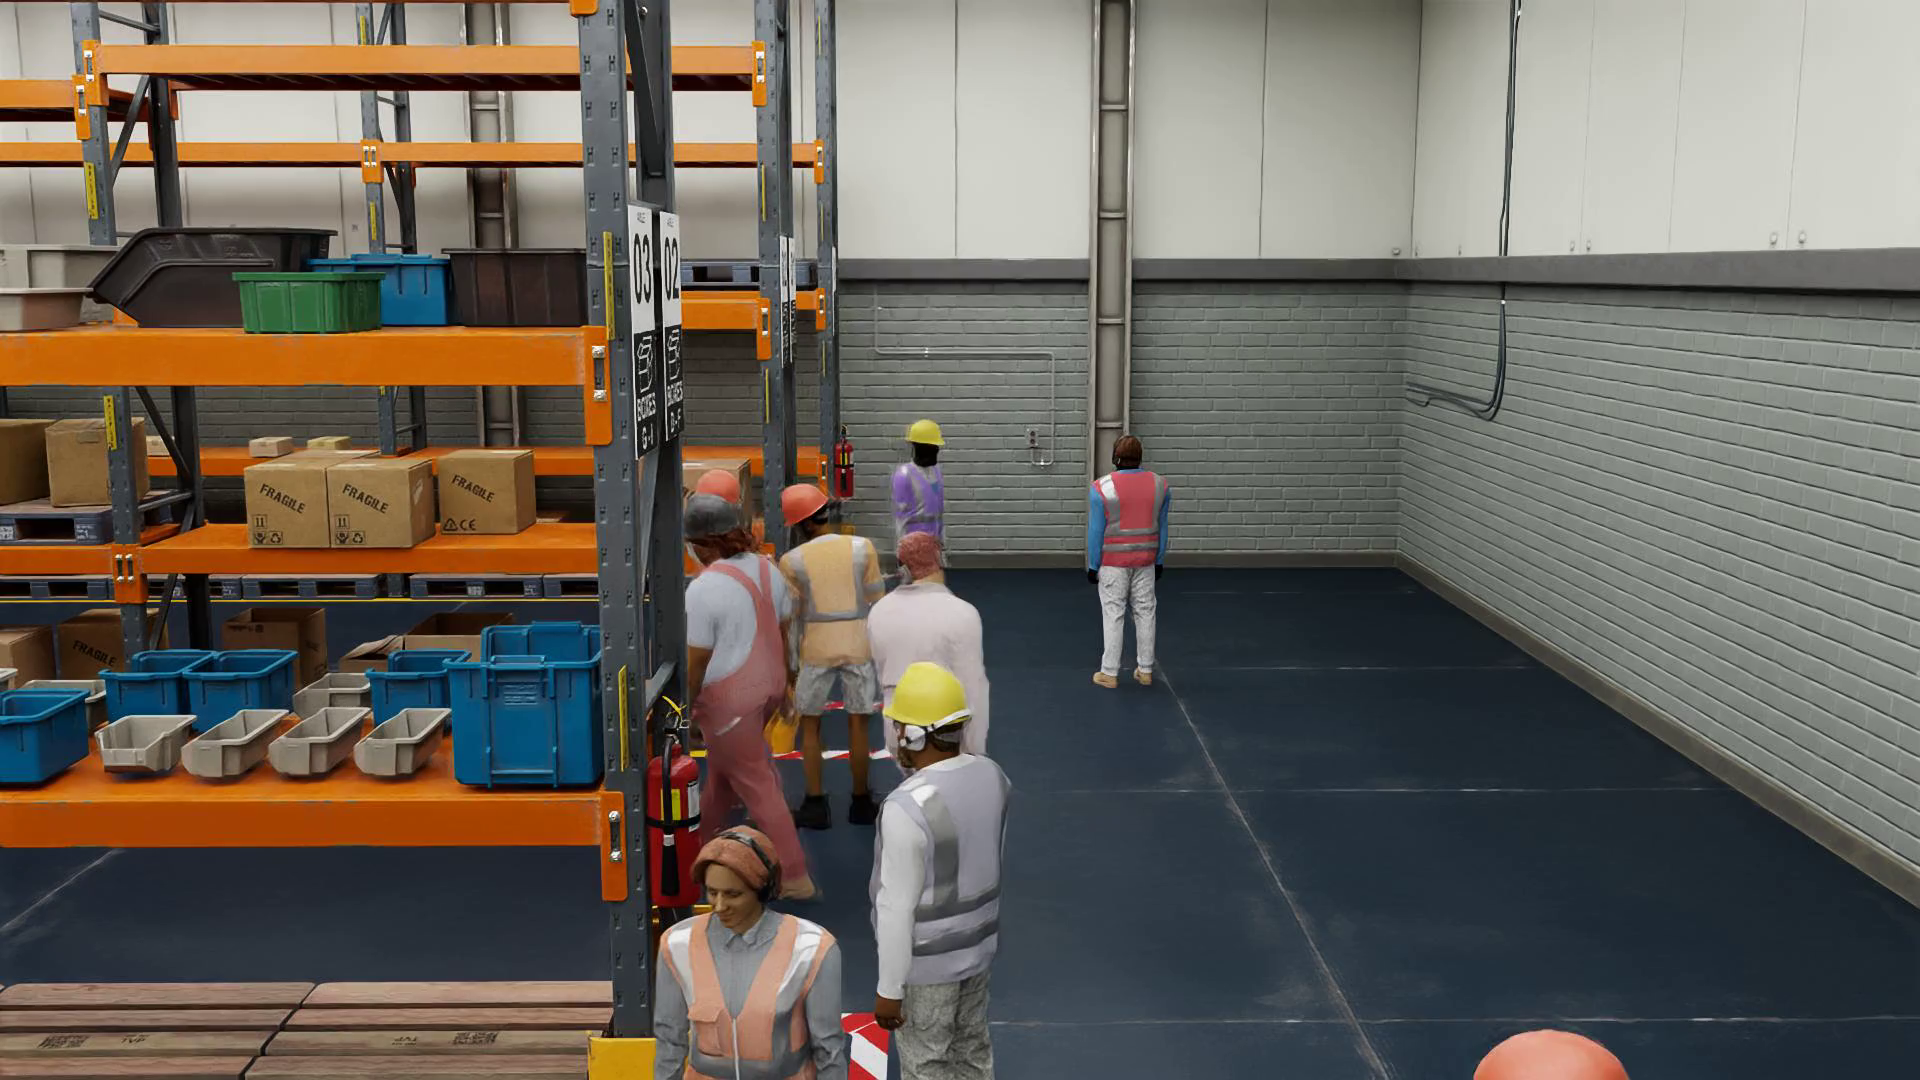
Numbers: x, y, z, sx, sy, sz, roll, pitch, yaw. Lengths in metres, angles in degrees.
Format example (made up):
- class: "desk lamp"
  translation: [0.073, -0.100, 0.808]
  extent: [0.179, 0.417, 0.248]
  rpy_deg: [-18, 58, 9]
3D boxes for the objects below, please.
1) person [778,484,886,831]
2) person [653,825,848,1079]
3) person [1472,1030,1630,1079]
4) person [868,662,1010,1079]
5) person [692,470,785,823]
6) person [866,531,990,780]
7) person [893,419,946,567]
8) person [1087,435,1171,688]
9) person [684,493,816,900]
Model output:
- class: "person"
  translation: [-0.644, 0.634, 9.048]
  extent: [0.671, 1.887, 0.369]
  rpy_deg: [-1, 9, -6]
- class: "person"
  translation: [-0.542, 1.525, 4.329]
  extent: [0.528, 1.630, 0.322]
  rpy_deg: [2, 9, 12]
- class: "person"
  translation: [0.811, 1.657, 2.620]
  extent: [0.610, 1.923, 0.466]
  rpy_deg: [-1, 9, -6]
- class: "person"
  translation: [-0.083, 1.285, 5.230]
  extent: [0.404, 1.826, 0.596]
  rpy_deg: [6, 11, 32]
- class: "person"
  translation: [-1.263, 0.572, 9.166]
  extent: [0.492, 1.973, 0.801]
  rpy_deg: [-5, 10, -26]
- class: "person"
  translation: [-0.115, 0.895, 7.513]
  extent: [0.415, 1.869, 0.658]
  rpy_deg: [-9, 13, -44]
- class: "person"
  translation: [-0.357, 0.009, 12.803]
  extent: [0.762, 1.901, 0.606]
  rpy_deg: [5, 11, 29]
- class: "person"
  translation: [1.203, 0.156, 12.078]
  extent: [0.627, 1.844, 0.429]
  rpy_deg: [-3, 10, -18]
- class: "person"
  translation: [-1.128, 0.715, 8.041]
  extent: [1.056, 2.000, 0.694]
  rpy_deg: [4, 10, 25]
